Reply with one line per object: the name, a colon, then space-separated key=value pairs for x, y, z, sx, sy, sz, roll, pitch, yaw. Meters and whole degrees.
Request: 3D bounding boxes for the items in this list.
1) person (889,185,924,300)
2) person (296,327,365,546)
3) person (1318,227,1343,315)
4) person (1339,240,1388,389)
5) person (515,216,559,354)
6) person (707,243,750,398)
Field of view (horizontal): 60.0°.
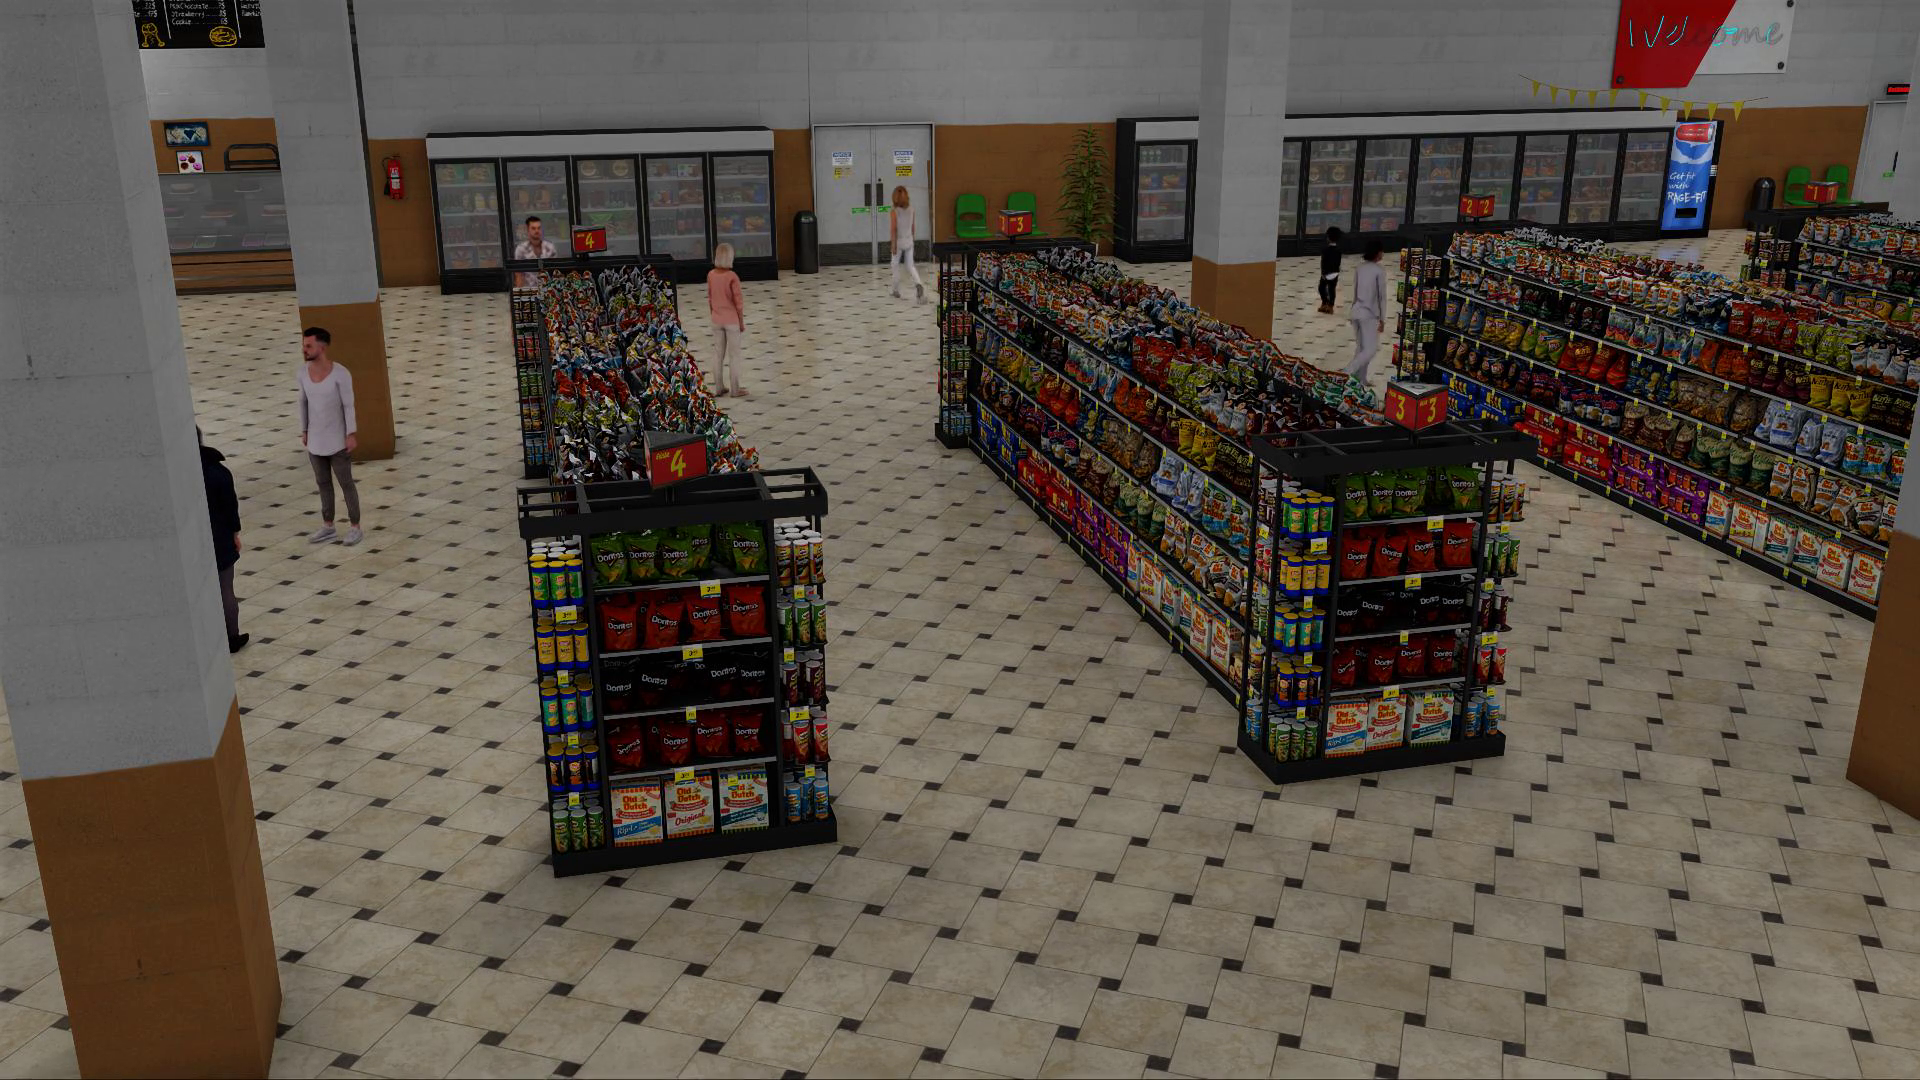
person: x=-0.788 y=-4.328 z=24.325 sx=0.777 sy=1.649 sz=1.047 roll=-11 pitch=22 yaw=-30
person: x=-5.229 y=-0.871 z=13.780 sx=0.747 sy=1.838 sz=0.742 roll=5 pitch=19 yaw=14
person: x=5.238 y=-3.778 z=23.372 sx=0.524 sy=1.217 sz=0.515 roll=-8 pitch=20 yaw=-22
person: x=4.558 y=-2.519 z=18.856 sx=0.856 sy=1.717 sz=0.949 roll=-11 pitch=22 yaw=-30
person: x=-5.162 y=-3.042 z=20.270 sx=0.784 sy=1.803 sz=0.794 roll=-11 pitch=22 yaw=-30
person: x=-2.637 y=-2.483 z=18.737 sx=0.673 sy=1.724 sz=0.729 roll=10 pitch=21 yaw=27
